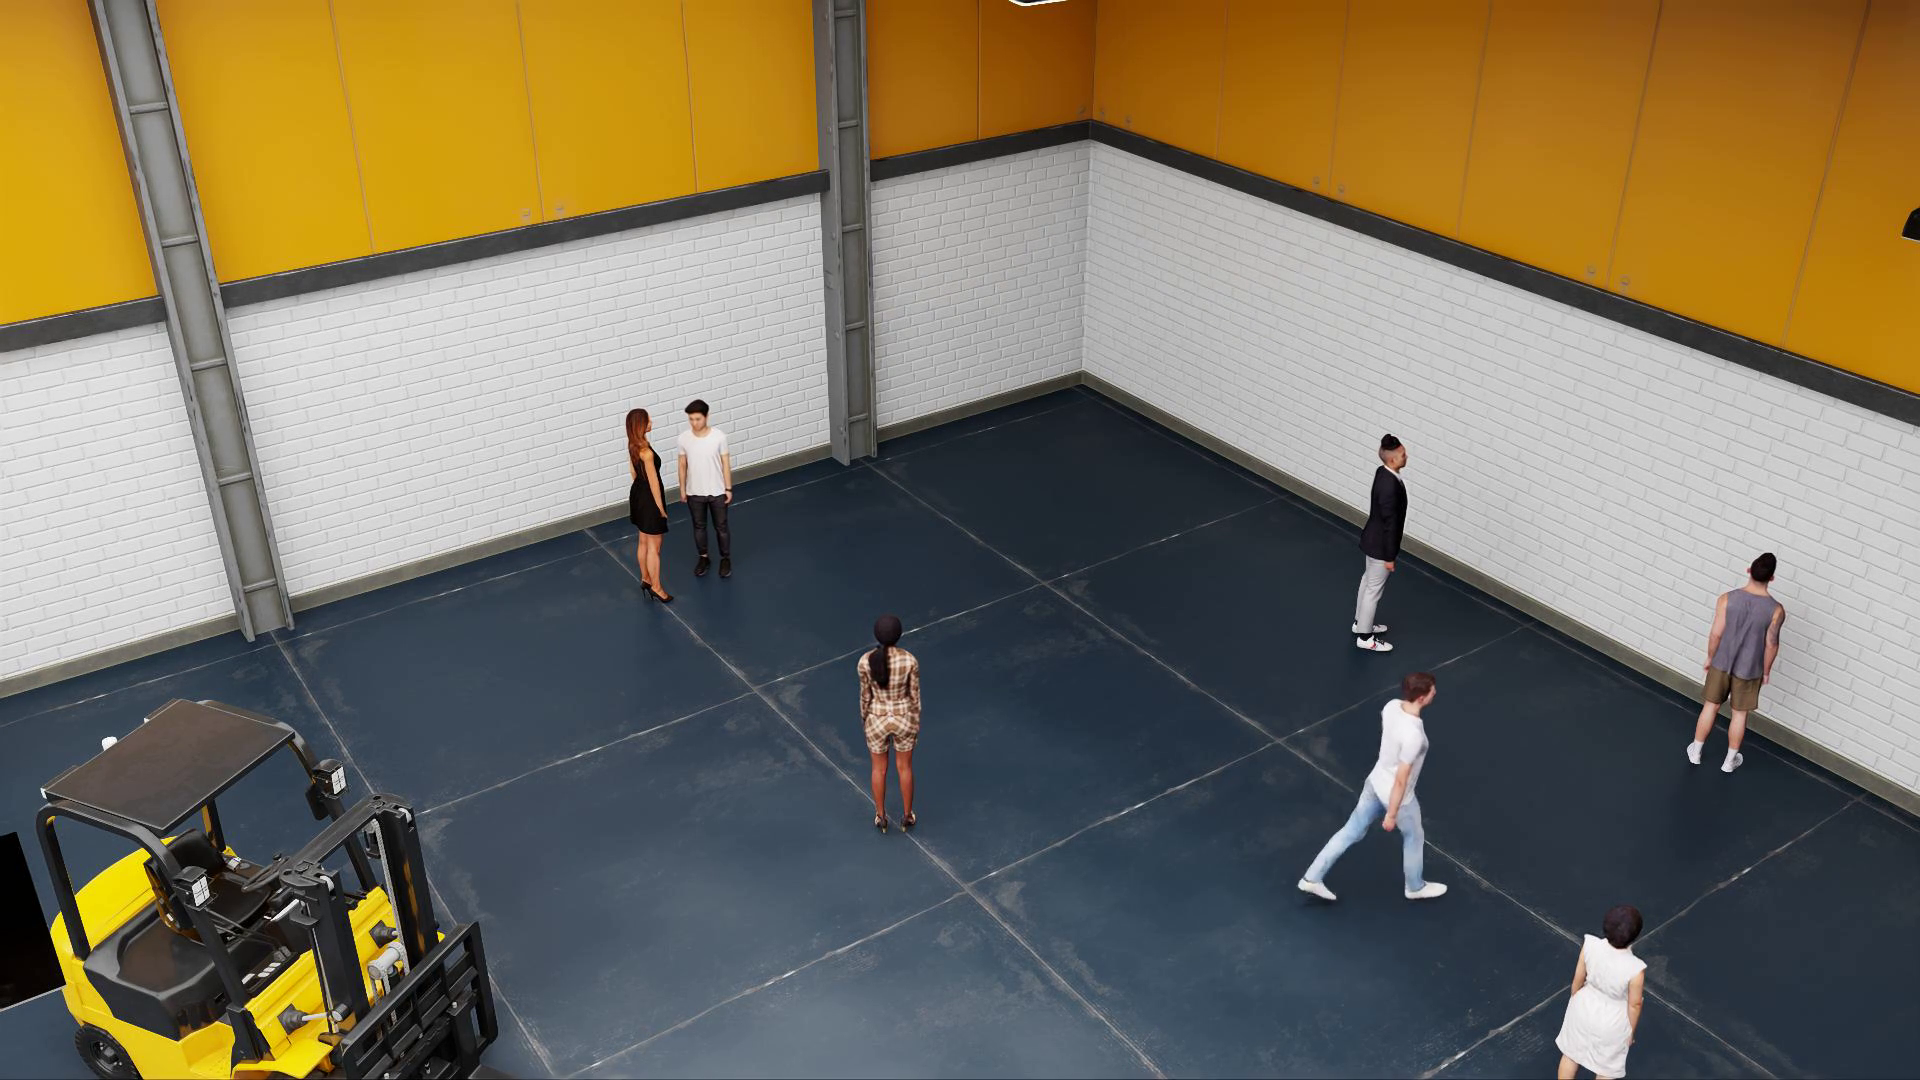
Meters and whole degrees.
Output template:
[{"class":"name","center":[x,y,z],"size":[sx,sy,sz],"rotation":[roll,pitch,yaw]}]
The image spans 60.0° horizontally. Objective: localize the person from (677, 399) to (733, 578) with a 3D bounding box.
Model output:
[{"class":"person","center":[-2.272,-0.485,14.962],"size":[0.681,1.716,0.770],"rotation":[2,29,3]}]

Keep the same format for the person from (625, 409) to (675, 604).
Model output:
[{"class":"person","center":[-2.719,-0.296,14.492],"size":[0.507,1.835,0.571],"rotation":[-18,34,-30]}]

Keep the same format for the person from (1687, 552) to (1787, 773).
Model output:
[{"class":"person","center":[5.763,0.912,12.333],"size":[0.715,1.847,0.723],"rotation":[15,32,26]}]

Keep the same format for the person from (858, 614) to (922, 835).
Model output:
[{"class":"person","center":[-0.481,1.295,11.616],"size":[0.660,1.795,0.741],"rotation":[1,29,1]}]

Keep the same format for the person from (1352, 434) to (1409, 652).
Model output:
[{"class":"person","center":[3.506,-0.012,13.849],"size":[0.835,1.950,0.792],"rotation":[3,29,5]}]

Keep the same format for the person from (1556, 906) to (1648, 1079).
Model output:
[{"class":"person","center":[3.600,2.677,9.331],"size":[0.591,1.556,0.568],"rotation":[25,37,38]}]

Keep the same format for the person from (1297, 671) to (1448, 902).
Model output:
[{"class":"person","center":[2.723,1.680,10.906],"size":[1.354,1.799,1.028],"rotation":[-5,29,-9]}]
